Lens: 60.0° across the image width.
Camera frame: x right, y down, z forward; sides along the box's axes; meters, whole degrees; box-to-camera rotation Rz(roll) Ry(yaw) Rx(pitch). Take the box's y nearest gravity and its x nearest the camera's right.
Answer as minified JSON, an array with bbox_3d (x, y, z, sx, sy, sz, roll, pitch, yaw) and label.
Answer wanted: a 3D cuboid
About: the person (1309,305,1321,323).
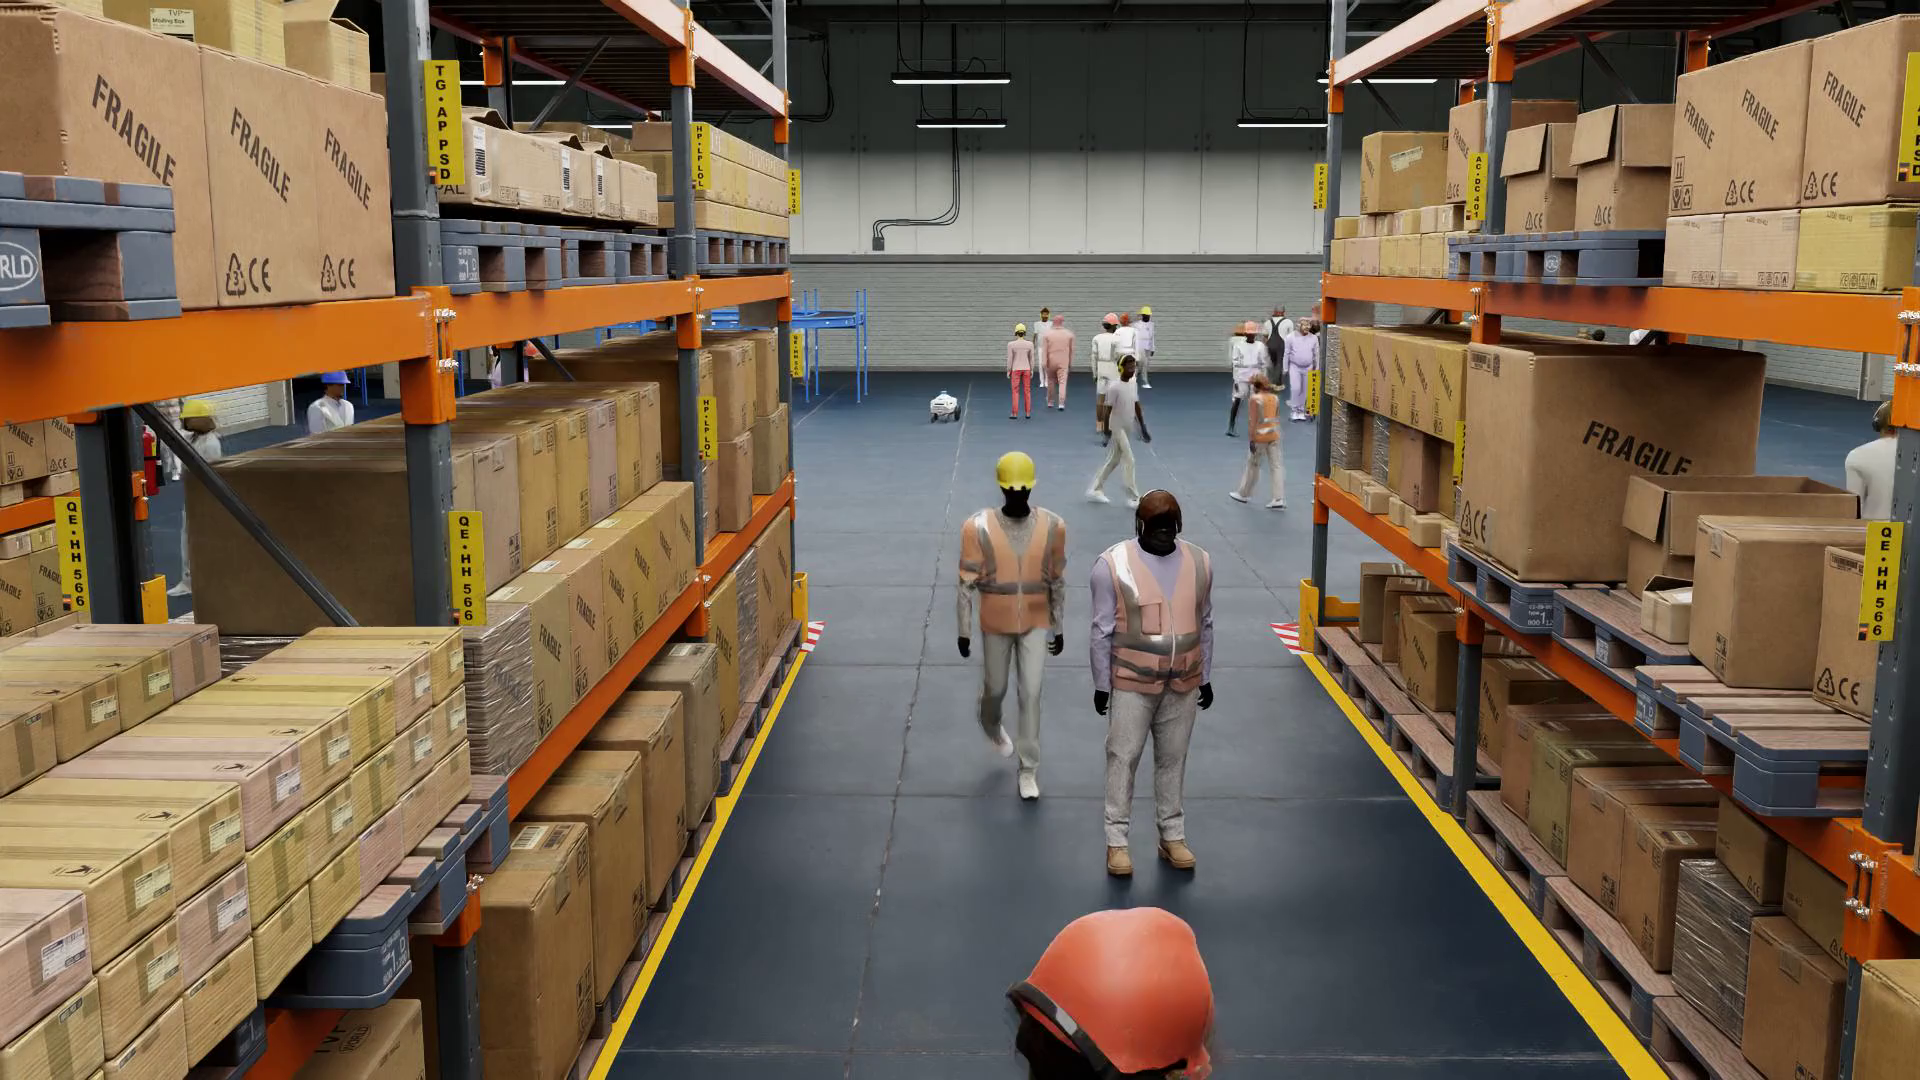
[{"bbox_3d":[8.661,-4.797,40.650,0.657,1.847,1.021,-3,10,-20],"label":"person"}]

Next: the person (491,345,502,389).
[{"bbox_3d":[-6.337,-1.926,23.253,0.371,1.915,0.597,-5,11,-27],"label":"person"}]

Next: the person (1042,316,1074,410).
[{"bbox_3d":[1.936,-3.509,32.944,0.643,1.849,1.032,0,9,-1],"label":"person"}]

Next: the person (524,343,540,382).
[{"bbox_3d":[-5.228,-1.515,20.807,0.848,1.902,0.583,7,12,35],"label":"person"}]

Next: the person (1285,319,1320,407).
[{"bbox_3d":[6.990,-3.462,32.871,1.006,1.777,0.657,3,10,15],"label":"person"}]

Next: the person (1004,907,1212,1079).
[{"bbox_3d":[0.107,1.500,2.454,0.652,2.004,0.698,0,9,-1],"label":"person"}]

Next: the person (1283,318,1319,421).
[{"bbox_3d":[6.307,-3.116,30.440,0.679,1.887,0.704,-2,10,-10],"label":"person"}]

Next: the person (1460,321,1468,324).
[{"bbox_3d":[9.696,-3.335,32.147,0.330,1.765,0.533,-9,13,-44],"label":"person"}]

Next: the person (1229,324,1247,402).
[{"bbox_3d":[5.905,-3.698,34.784,0.558,1.618,0.504,-6,11,-32],"label":"person"}]

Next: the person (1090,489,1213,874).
[{"bbox_3d":[0.927,0.670,7.927,0.633,1.841,0.429,-3,10,-16],"label":"person"}]

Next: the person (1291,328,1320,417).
[{"bbox_3d":[6.487,-3.156,31.308,0.572,1.673,0.548,-6,11,-31],"label":"person"}]

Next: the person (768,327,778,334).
[{"bbox_3d":[-3.542,-3.374,31.861,0.352,1.937,0.635,-1,10,-8],"label":"person"}]

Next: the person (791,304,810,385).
[{"bbox_3d":[-4.008,-4.642,39.527,0.971,1.904,0.630,1,10,8],"label":"person"}]

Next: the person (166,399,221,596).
[{"bbox_3d":[-6.624,-0.401,14.738,0.495,1.713,0.837,7,12,37],"label":"person"}]

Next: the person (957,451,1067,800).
[{"bbox_3d":[0.275,0.423,9.278,0.619,1.896,0.807,-1,10,-9],"label":"person"}]

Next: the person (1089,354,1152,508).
[{"bbox_3d":[1.916,-1.319,19.937,0.962,1.825,0.522,7,12,35],"label":"person"}]

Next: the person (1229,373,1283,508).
[{"bbox_3d":[3.564,-1.183,19.748,0.521,1.585,0.847,-6,11,-33],"label":"person"}]

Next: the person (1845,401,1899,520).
[{"bbox_3d":[6.745,-0.053,12.087,0.621,1.914,0.926,3,10,19],"label":"person"}]

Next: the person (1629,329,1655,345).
[{"bbox_3d":[13.921,-3.688,34.062,0.600,1.829,0.404,-2,10,-14],"label":"person"}]

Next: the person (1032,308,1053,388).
[{"bbox_3d":[1.924,-4.464,38.679,0.540,1.842,0.627,2,10,11],"label":"person"}]

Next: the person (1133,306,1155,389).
[{"bbox_3d":[4.224,-4.480,38.620,0.584,1.905,0.732,-6,11,-34],"label":"person"}]

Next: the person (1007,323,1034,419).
[{"bbox_3d":[1.124,-3.149,31.028,0.530,1.768,0.312,-3,10,-15],"label":"person"}]

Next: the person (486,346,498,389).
[{"bbox_3d":[-8.352,-3.012,29.942,0.326,1.865,0.517,3,10,15],"label":"person"}]

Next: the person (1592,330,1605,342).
[{"bbox_3d":[11.502,-2.952,30.081,0.572,1.697,0.389,6,11,32],"label":"person"}]

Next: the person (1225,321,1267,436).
[{"bbox_3d":[4.778,-2.678,27.751,0.741,1.920,0.510,0,9,-3],"label":"person"}]

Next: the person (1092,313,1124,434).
[{"bbox_3d":[2.541,-2.827,28.292,0.636,2.039,0.389,7,12,37],"label":"person"}]

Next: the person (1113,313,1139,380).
[{"bbox_3d":[3.459,-3.784,34.585,0.584,1.857,0.852,-2,10,-10],"label":"person"}]

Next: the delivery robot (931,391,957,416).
[{"bbox_3d":[-0.297,-2.498,30.594,0.477,0.478,0.707,2,10,13],"label":"delivery robot"}]

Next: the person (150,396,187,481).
[{"bbox_3d":[-10.601,-1.616,22.290,0.516,1.624,0.461,-2,10,-13],"label":"person"}]

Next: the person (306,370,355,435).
[{"bbox_3d":[-6.220,-0.776,16.423,0.987,1.914,0.616,4,10,23],"label":"person"}]

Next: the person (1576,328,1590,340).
[{"bbox_3d":[10.267,-2.603,27.592,0.513,1.823,0.595,6,11,33],"label":"person"}]

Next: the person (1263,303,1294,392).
[{"bbox_3d":[7.210,-4.362,37.601,0.685,2.000,1.020,8,12,39],"label":"person"}]
